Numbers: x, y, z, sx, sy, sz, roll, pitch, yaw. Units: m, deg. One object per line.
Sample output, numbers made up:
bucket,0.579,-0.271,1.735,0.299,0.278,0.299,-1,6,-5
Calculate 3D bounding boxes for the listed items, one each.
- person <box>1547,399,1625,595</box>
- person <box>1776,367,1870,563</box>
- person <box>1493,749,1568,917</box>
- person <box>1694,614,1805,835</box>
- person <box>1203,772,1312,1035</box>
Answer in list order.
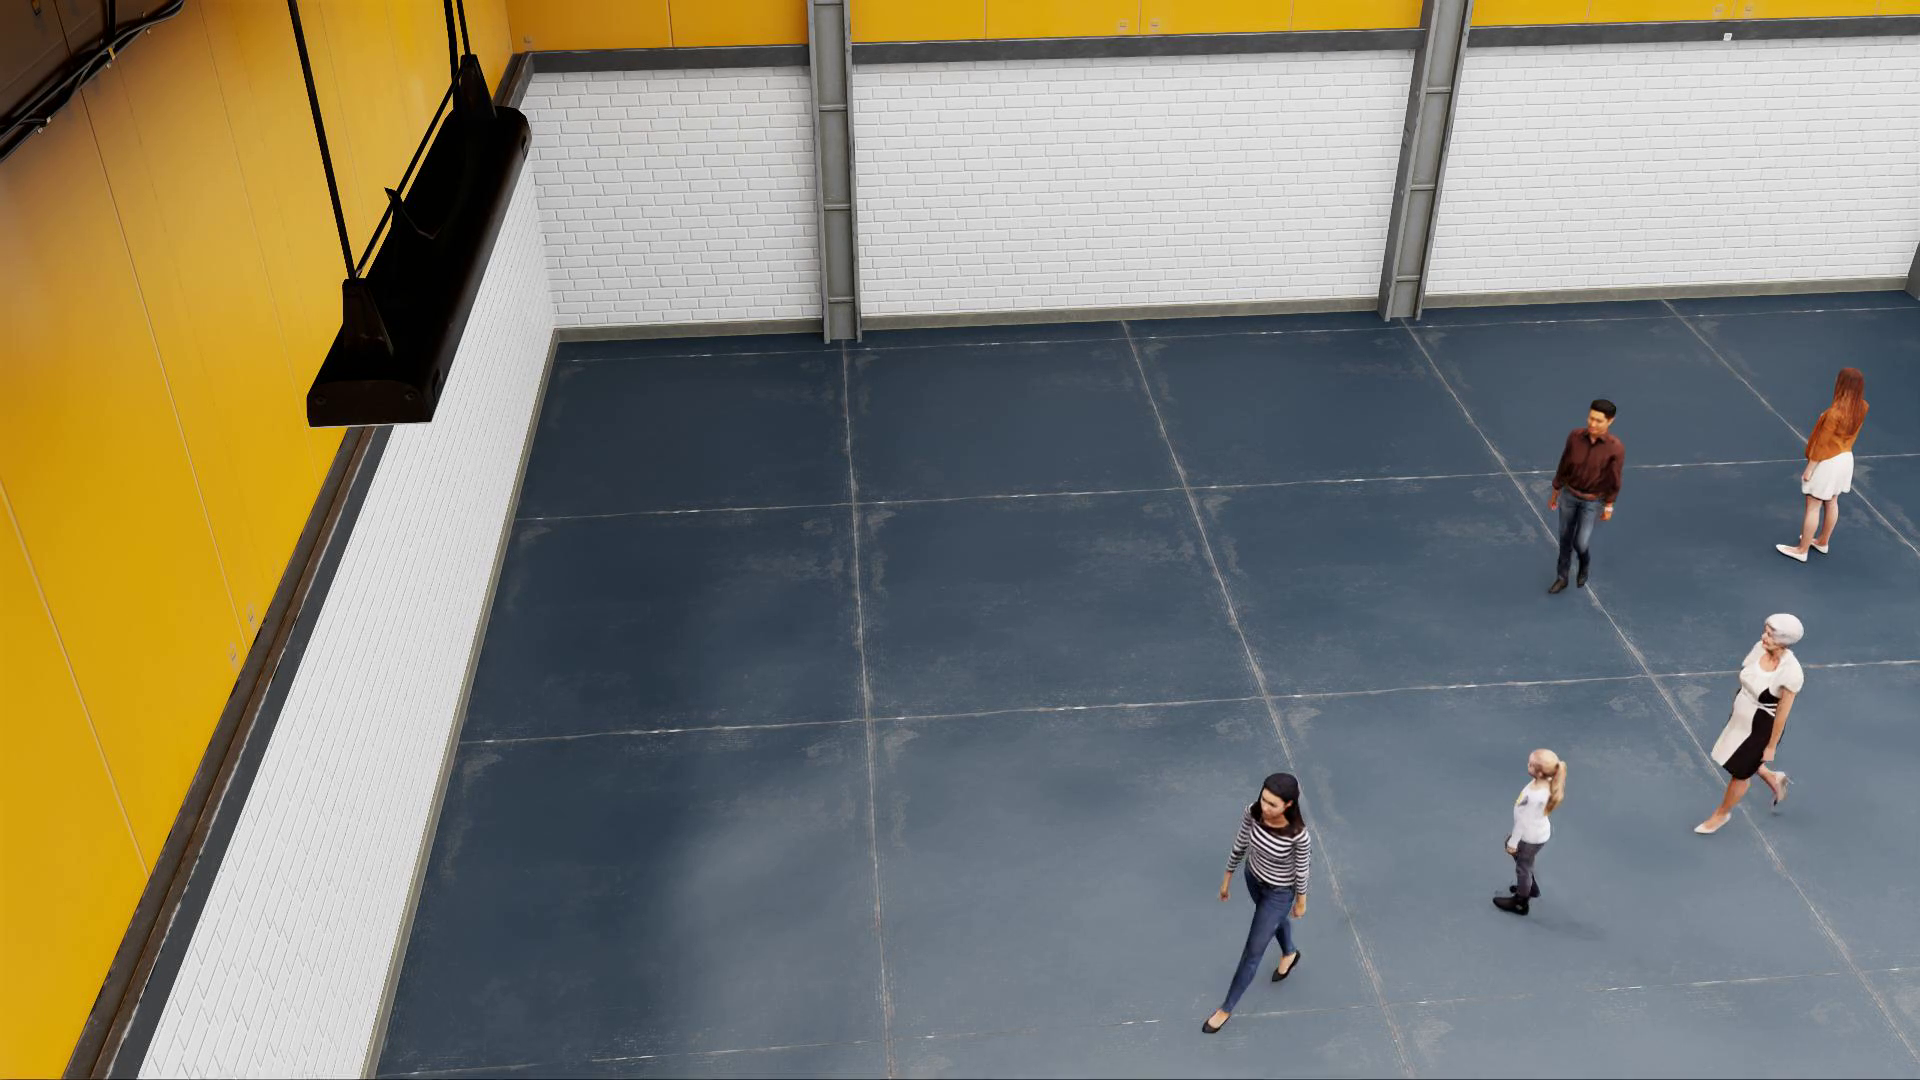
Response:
person,4.996,-0.363,13.247,0.804,1.771,0.860,27,42,35
person,7.175,-0.618,13.680,0.638,1.715,0.748,-17,37,-23
person,3.623,1.850,10.369,0.639,1.271,0.593,17,37,24
person,5.295,1.219,10.900,0.928,1.734,0.682,-6,34,-10
person,1.856,2.016,9.696,1.189,1.739,1.061,-28,43,-36
